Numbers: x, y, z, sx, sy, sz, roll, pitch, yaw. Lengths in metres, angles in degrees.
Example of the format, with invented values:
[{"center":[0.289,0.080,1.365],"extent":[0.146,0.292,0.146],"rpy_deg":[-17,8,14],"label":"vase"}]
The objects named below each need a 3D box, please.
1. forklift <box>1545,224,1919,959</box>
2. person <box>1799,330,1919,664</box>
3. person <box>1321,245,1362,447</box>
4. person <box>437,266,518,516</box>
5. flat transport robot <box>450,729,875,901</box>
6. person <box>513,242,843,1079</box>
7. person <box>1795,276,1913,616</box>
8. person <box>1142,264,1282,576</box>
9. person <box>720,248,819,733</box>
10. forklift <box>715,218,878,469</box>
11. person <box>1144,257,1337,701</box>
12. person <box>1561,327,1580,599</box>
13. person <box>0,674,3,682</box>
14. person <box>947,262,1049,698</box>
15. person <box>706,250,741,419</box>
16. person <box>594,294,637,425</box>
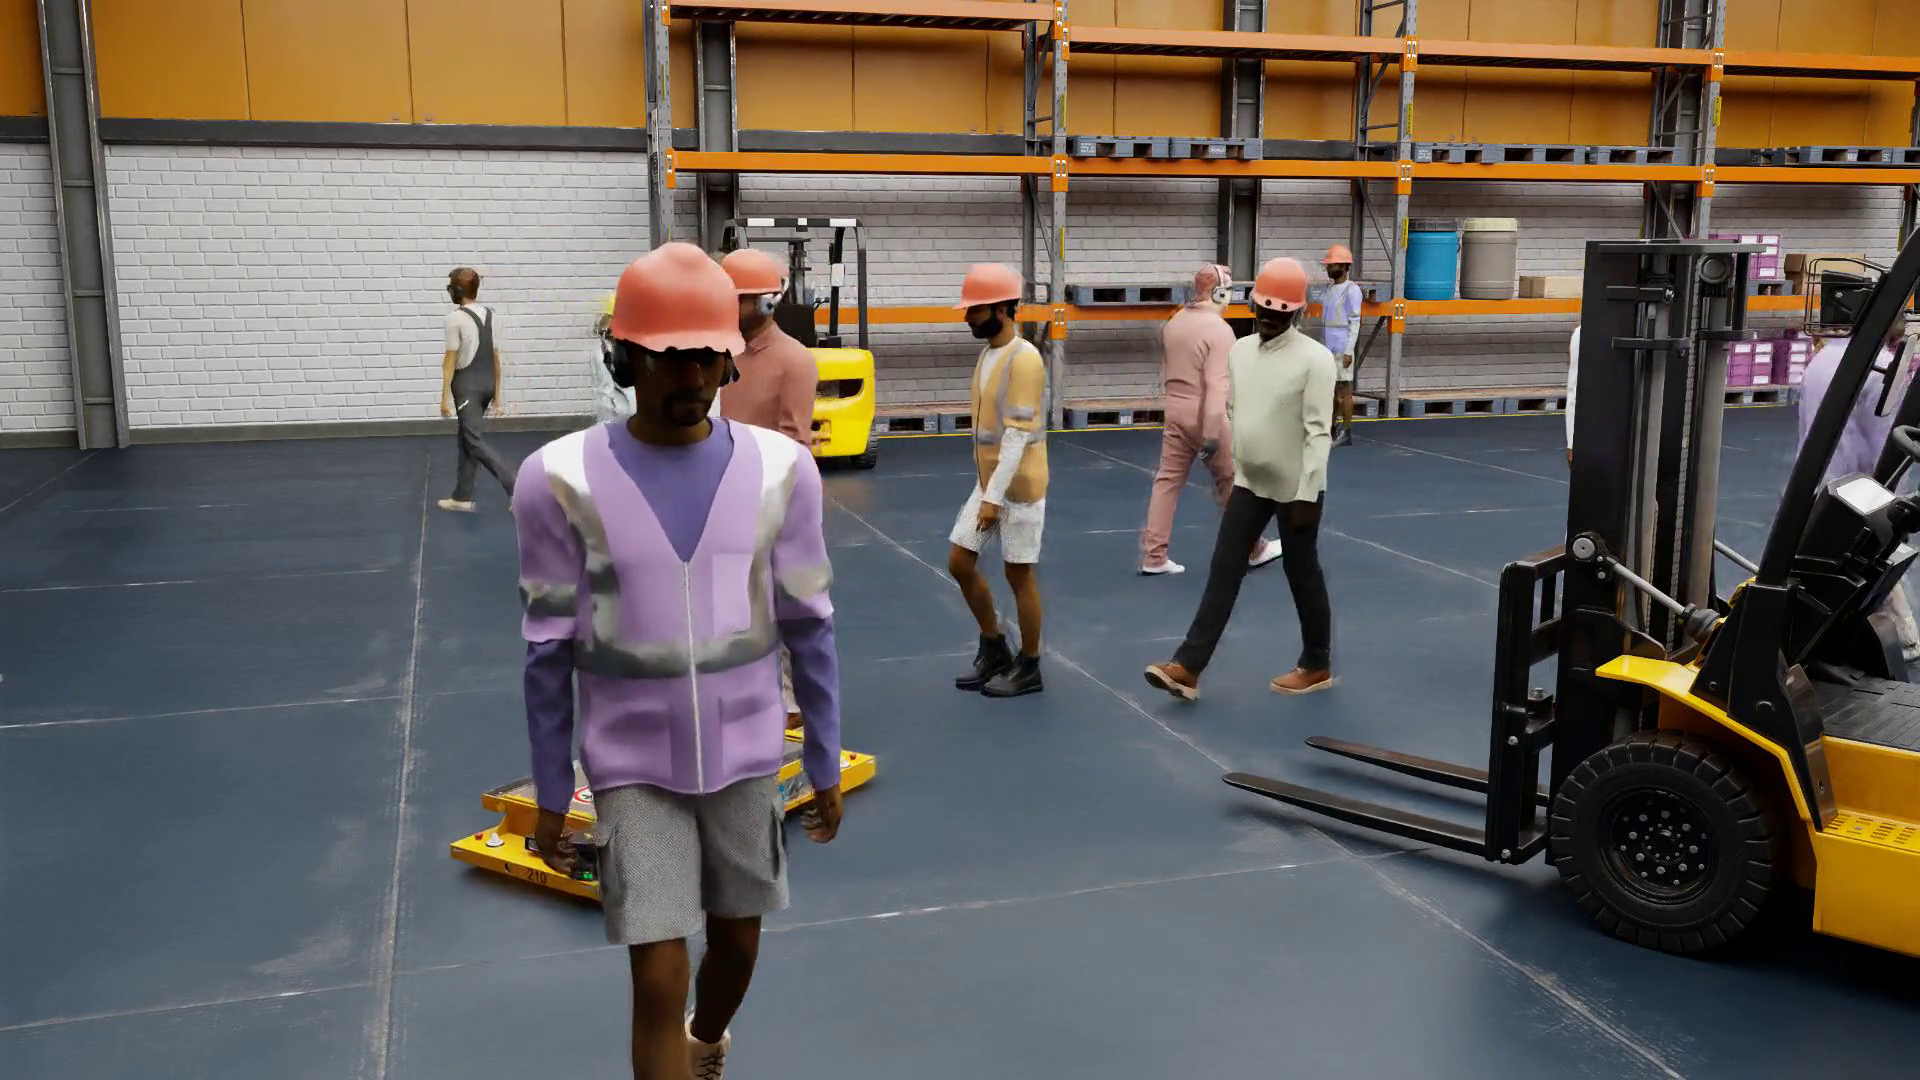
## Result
[{"center":[2.909,0.117,4.508],"extent":[2.313,2.155,1.214],"rpy_deg":[9,14,40],"label":"forklift"},{"center":[4.148,-0.187,7.821],"extent":[0.873,1.593,0.513],"rpy_deg":[1,10,3],"label":"person"},{"center":[3.642,-1.871,16.108],"extent":[0.360,1.939,0.543],"rpy_deg":[-3,11,-18],"label":"person"},{"center":[-3.480,-1.071,12.072],"extent":[0.862,1.821,0.513],"rpy_deg":[4,11,22],"label":"person"},{"center":[-0.971,0.860,5.714],"extent":[0.652,0.197,1.431],"rpy_deg":[7,12,32],"label":"flat transport robot"},{"center":[-0.548,0.423,3.333],"extent":[0.623,2.016,0.849],"rpy_deg":[-4,11,-20],"label":"person"},{"center":[3.676,-0.173,6.997],"extent":[0.898,1.870,0.625],"rpy_deg":[2,10,9],"label":"person"},{"center":[1.527,-0.711,10.000],"extent":[1.005,1.851,0.643],"rpy_deg":[-6,12,-29],"label":"person"},{"center":[-0.828,-0.147,6.576],"extent":[0.617,1.975,0.597],"rpy_deg":[10,14,43],"label":"person"},{"center":[-1.522,-1.778,14.899],"extent":[1.214,2.155,2.313],"rpy_deg":[-3,11,-17],"label":"forklift"},{"center":[1.270,-0.232,7.141],"extent":[1.022,1.929,0.643],"rpy_deg":[-7,13,-34],"label":"person"},{"center":[3.579,-0.553,9.067],"extent":[0.576,1.876,0.344],"rpy_deg":[-1,10,-3],"label":"person"},{"center":[-4.583,-0.237,7.483],"extent":[0.404,1.824,0.606],"rpy_deg":[-7,12,-32],"label":"person"},{"center":[0.167,-0.235,7.232],"extent":[0.518,1.913,0.541],"rpy_deg":[-5,11,-25],"label":"person"},{"center":[-1.838,-1.290,12.981],"extent":[0.438,1.920,0.643],"rpy_deg":[-3,11,-16],"label":"person"},{"center":[-2.101,-0.633,9.960],"extent":[0.744,1.713,0.486],"rpy_deg":[1,10,8],"label":"person"}]
